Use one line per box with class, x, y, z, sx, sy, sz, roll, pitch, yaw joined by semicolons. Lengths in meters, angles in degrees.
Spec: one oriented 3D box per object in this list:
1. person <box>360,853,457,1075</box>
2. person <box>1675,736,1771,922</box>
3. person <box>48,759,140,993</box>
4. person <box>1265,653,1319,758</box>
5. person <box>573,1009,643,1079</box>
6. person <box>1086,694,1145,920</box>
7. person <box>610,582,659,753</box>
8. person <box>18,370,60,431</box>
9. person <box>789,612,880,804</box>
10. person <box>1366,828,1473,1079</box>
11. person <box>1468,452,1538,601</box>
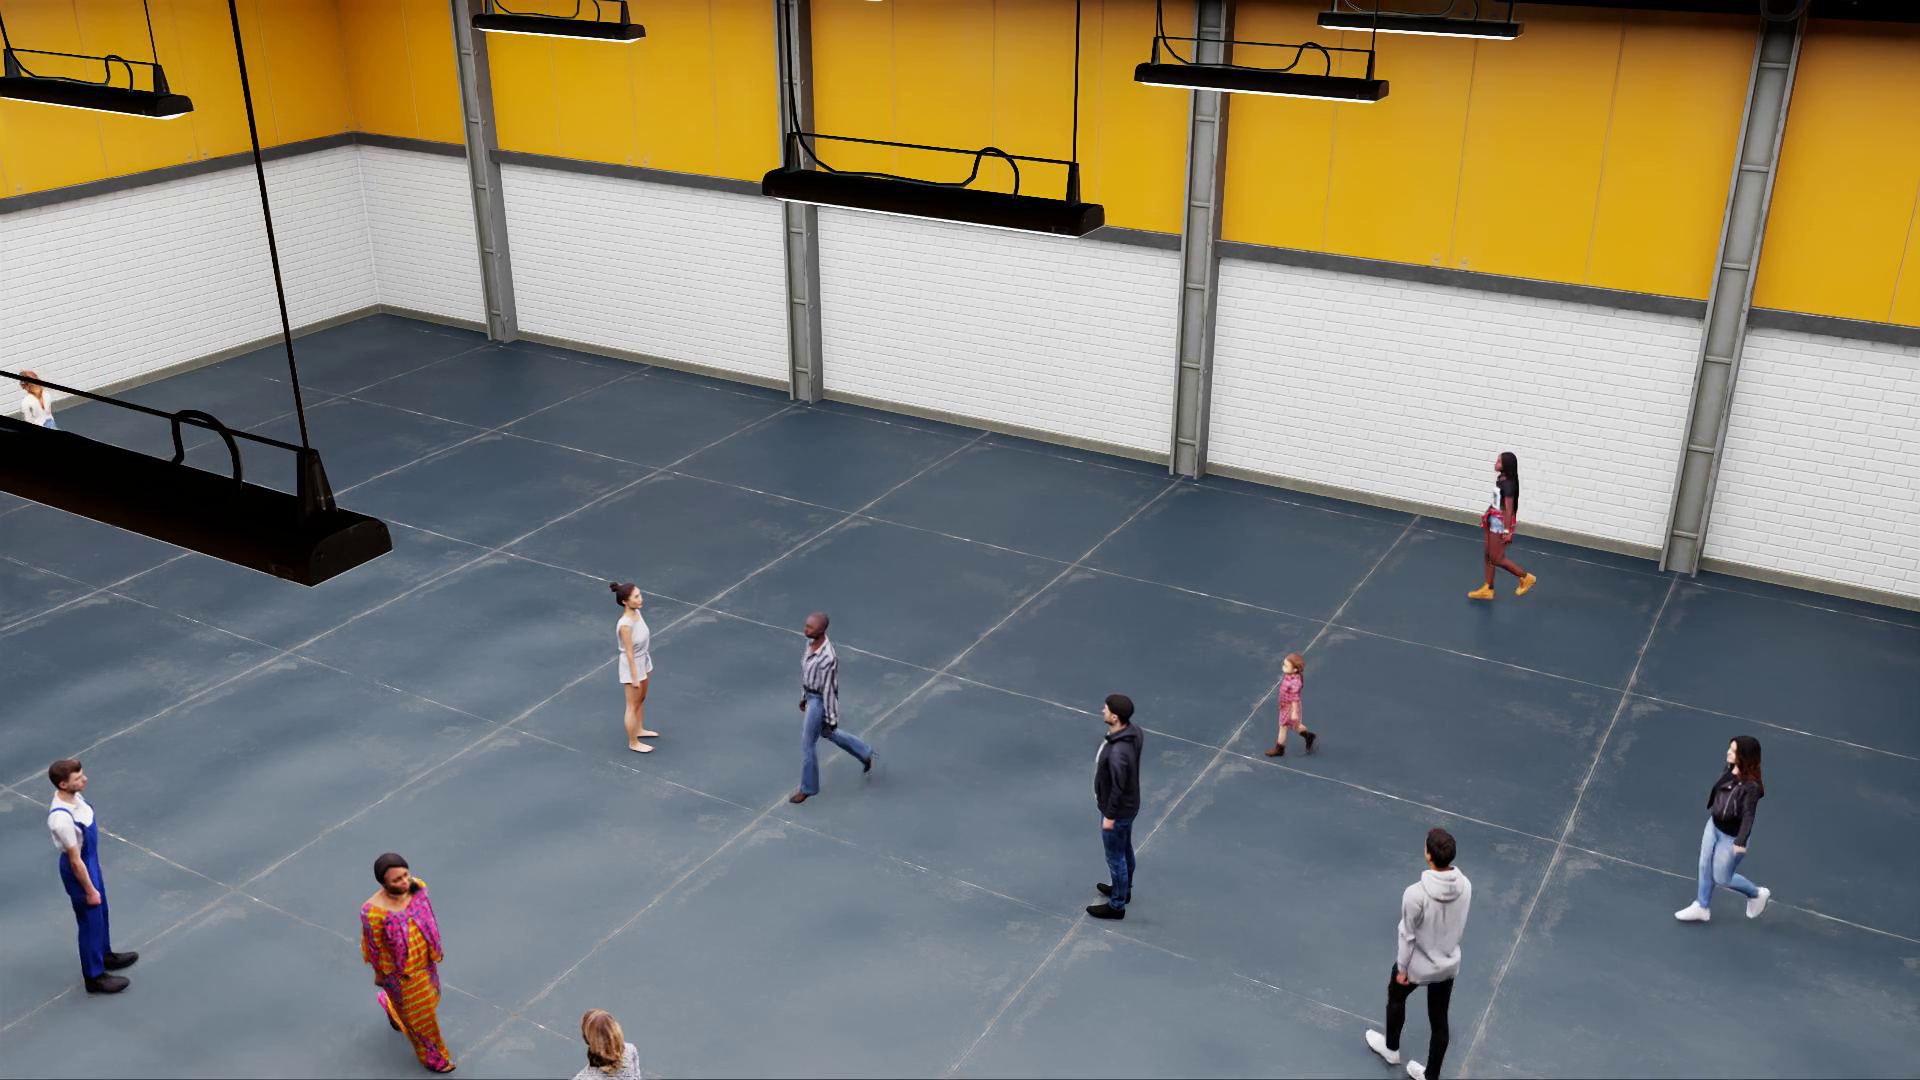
person;-3.736;2.770;11.164;1.016;1.676;0.660;15;28;31
person;5.853;2.208;12.520;1.006;1.620;0.892;0;24;0
person;-6.269;2.371;11.862;0.771;1.848;0.698;-8;25;-17
person;3.010;1.486;14.930;0.753;1.013;0.639;-2;24;-4
person;-1.896;3.472;9.456;1.181;1.757;0.712;17;29;34
person;1.215;2.010;12.629;0.633;1.895;0.711;8;25;18
person;-2.938;1.125;15.014;0.672;1.607;0.653;1;24;3
person;-11.096;-1.226;20.289;1.045;1.689;0.738;9;25;19
person;-1.106;1.399;14.190;1.108;1.763;1.104;-9;25;-20
person;3.112;2.801;10.811;0.977;1.901;1.047;-7;25;-17
person;5.844;-0.121;17.738;0.999;1.707;0.835;2;24;4
